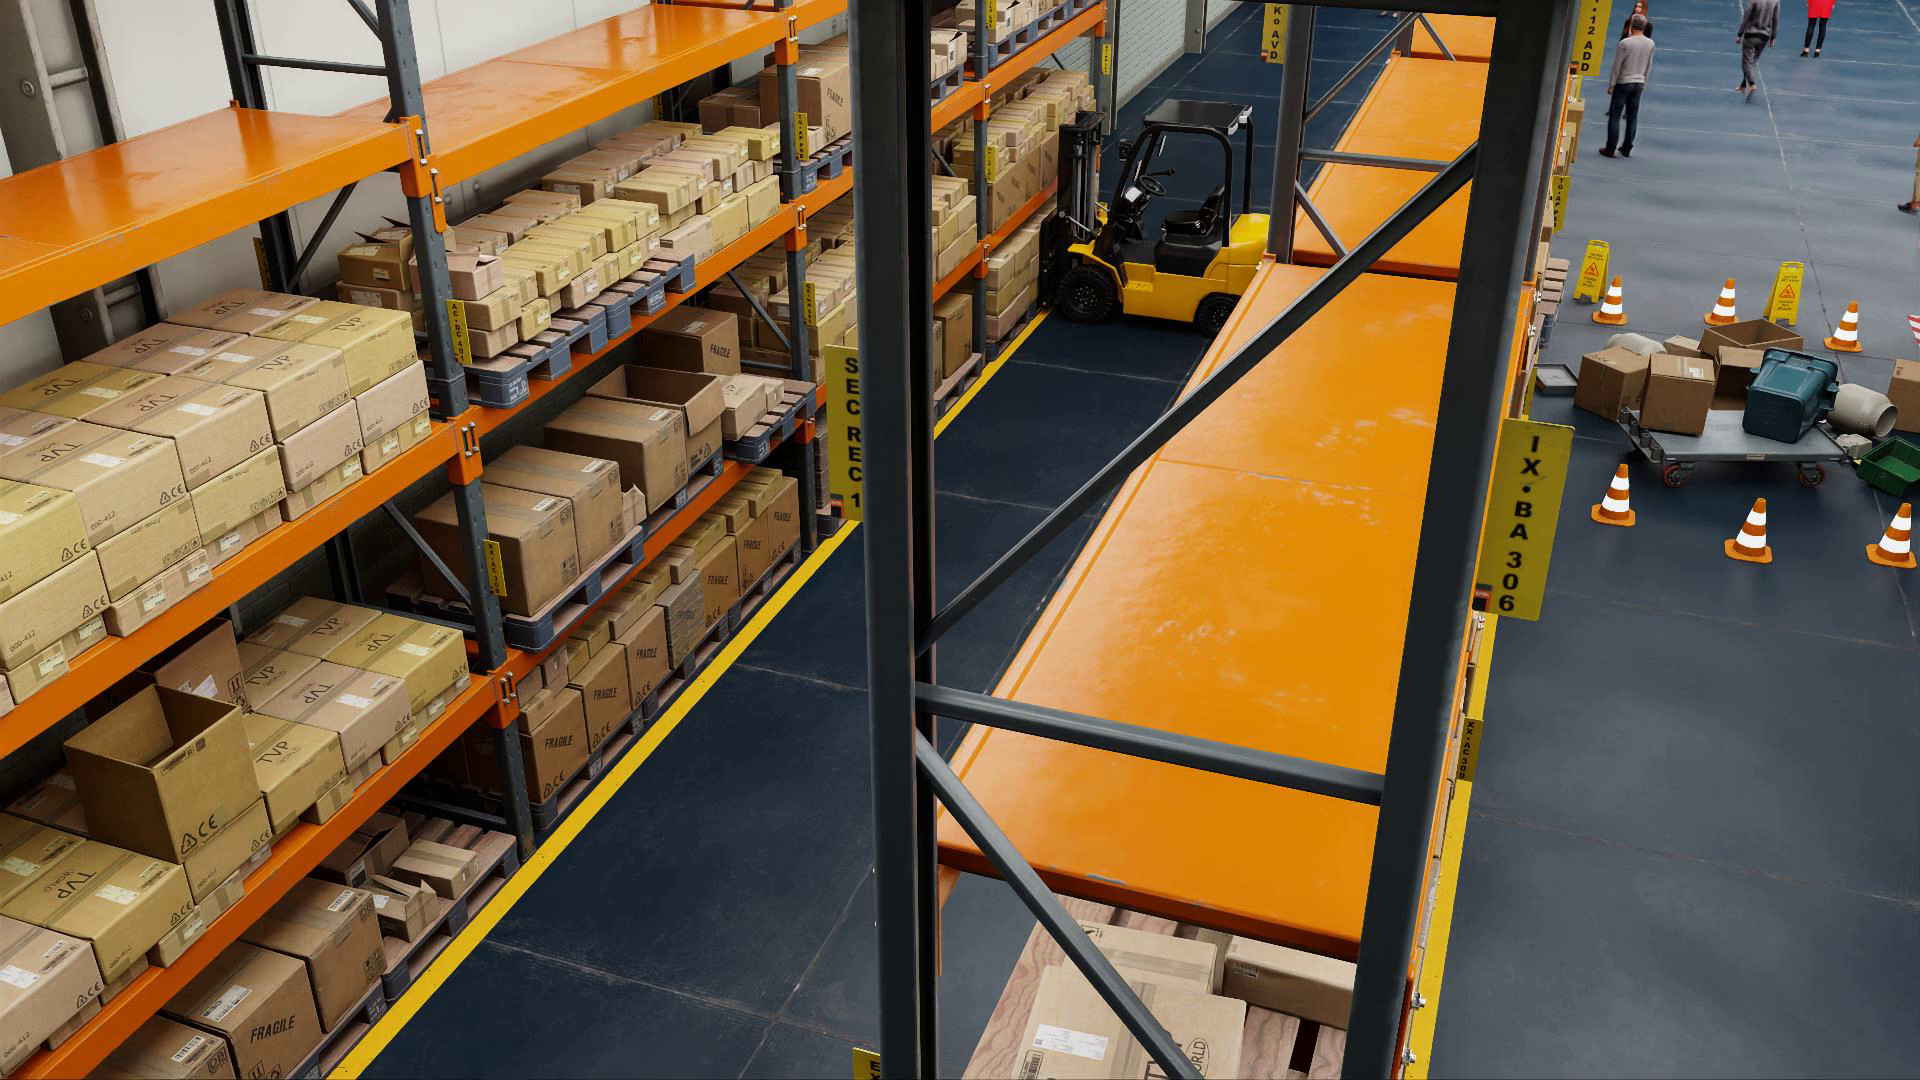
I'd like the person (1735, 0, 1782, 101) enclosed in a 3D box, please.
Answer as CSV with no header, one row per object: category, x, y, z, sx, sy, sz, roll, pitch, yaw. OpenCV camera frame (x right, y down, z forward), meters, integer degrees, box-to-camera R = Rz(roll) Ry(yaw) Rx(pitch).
person,12.420,-7.796,25.876,0.942,1.815,1.197,1,28,1

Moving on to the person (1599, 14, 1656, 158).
person,9.185,-6.239,22.857,0.822,1.903,0.834,-6,29,-11

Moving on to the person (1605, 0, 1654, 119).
person,10.060,-7.206,24.877,0.673,1.712,0.681,-24,36,-37

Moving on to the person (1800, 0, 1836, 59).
person,14.809,-9.201,28.587,0.639,1.746,0.637,6,29,11
